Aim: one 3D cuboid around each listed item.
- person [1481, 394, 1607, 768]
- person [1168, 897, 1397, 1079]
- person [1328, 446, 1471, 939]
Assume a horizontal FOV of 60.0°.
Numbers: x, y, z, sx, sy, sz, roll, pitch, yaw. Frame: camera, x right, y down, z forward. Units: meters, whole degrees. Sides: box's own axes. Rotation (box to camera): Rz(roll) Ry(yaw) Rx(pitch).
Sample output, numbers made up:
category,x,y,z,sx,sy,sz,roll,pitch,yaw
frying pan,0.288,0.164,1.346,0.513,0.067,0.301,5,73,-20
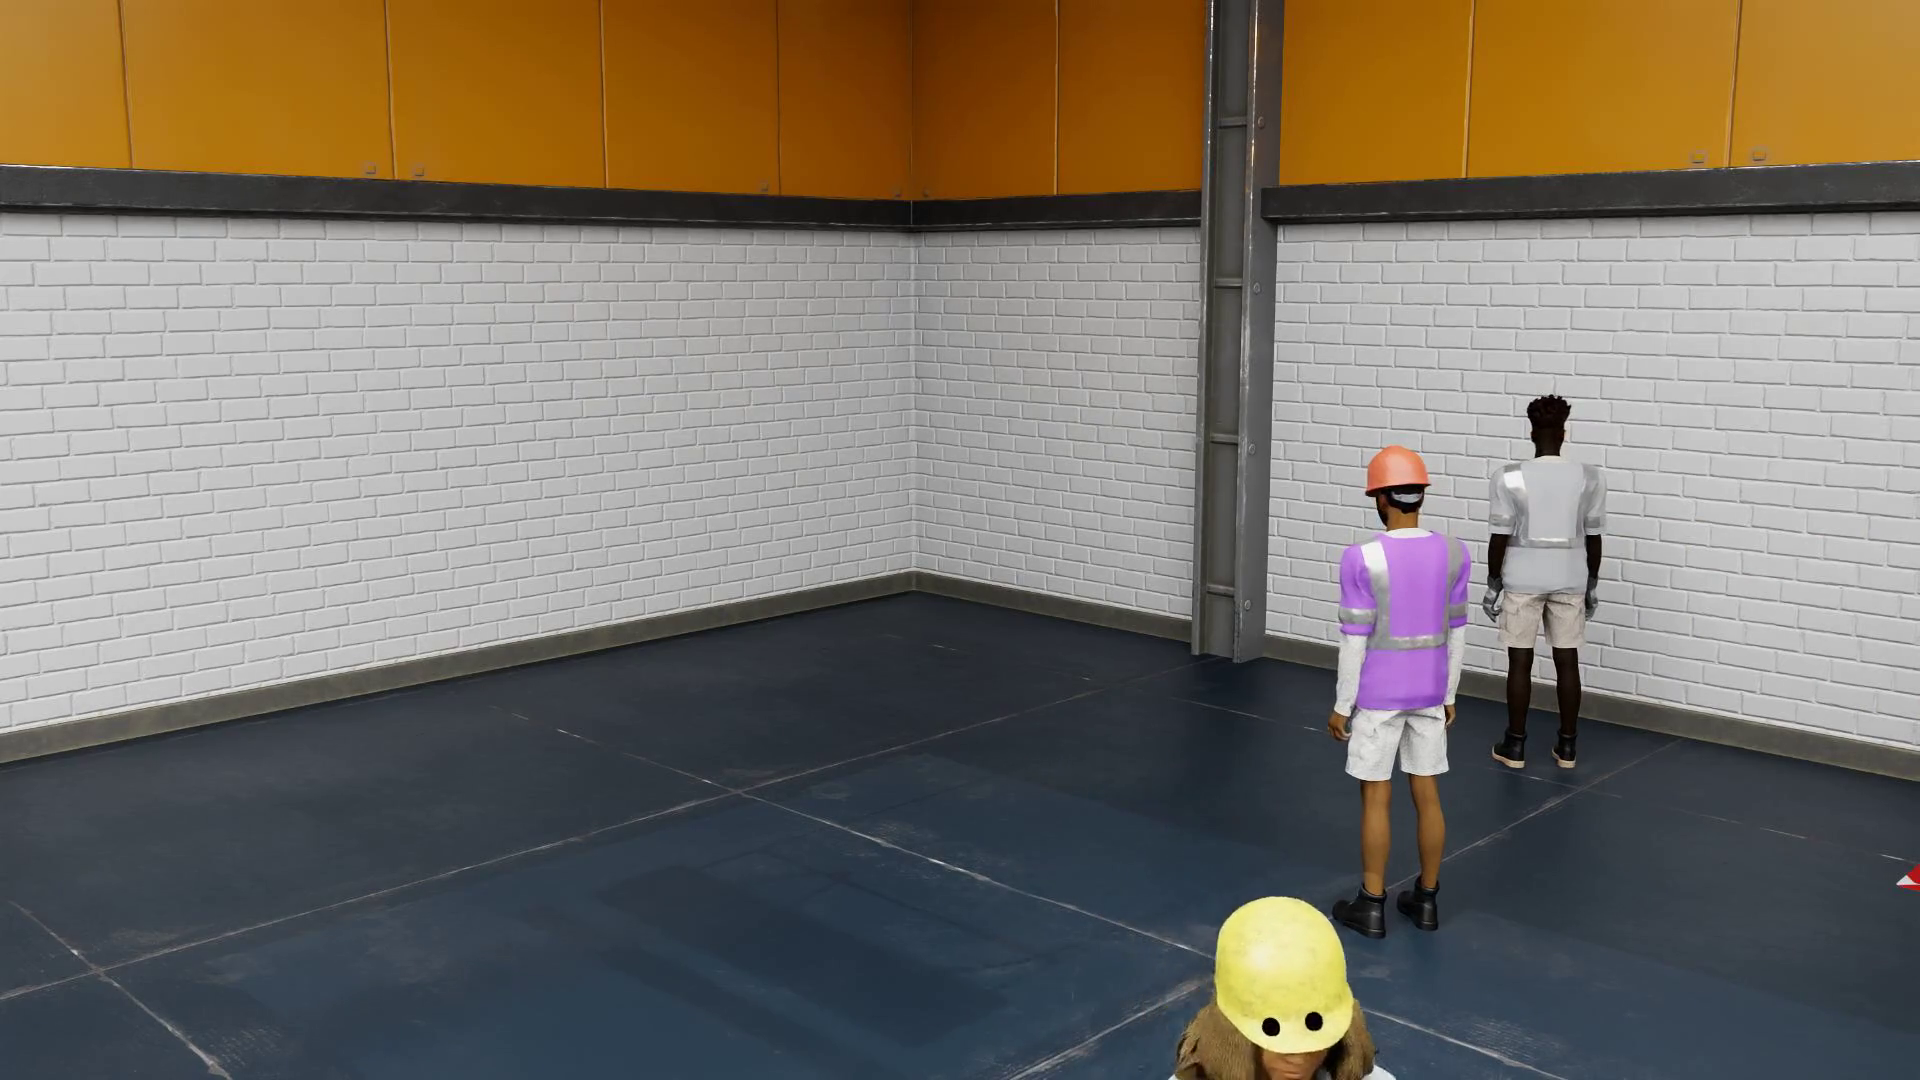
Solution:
category,x,y,z,sx,sy,sz,roll,pitch,yaw
person,3.039,0.224,8.692,0.608,1.958,0.386,1,9,5
person,0.481,1.357,2.502,0.493,1.705,0.808,-1,9,-7
person,1.696,0.595,6.510,0.543,1.928,0.373,-2,10,-15
